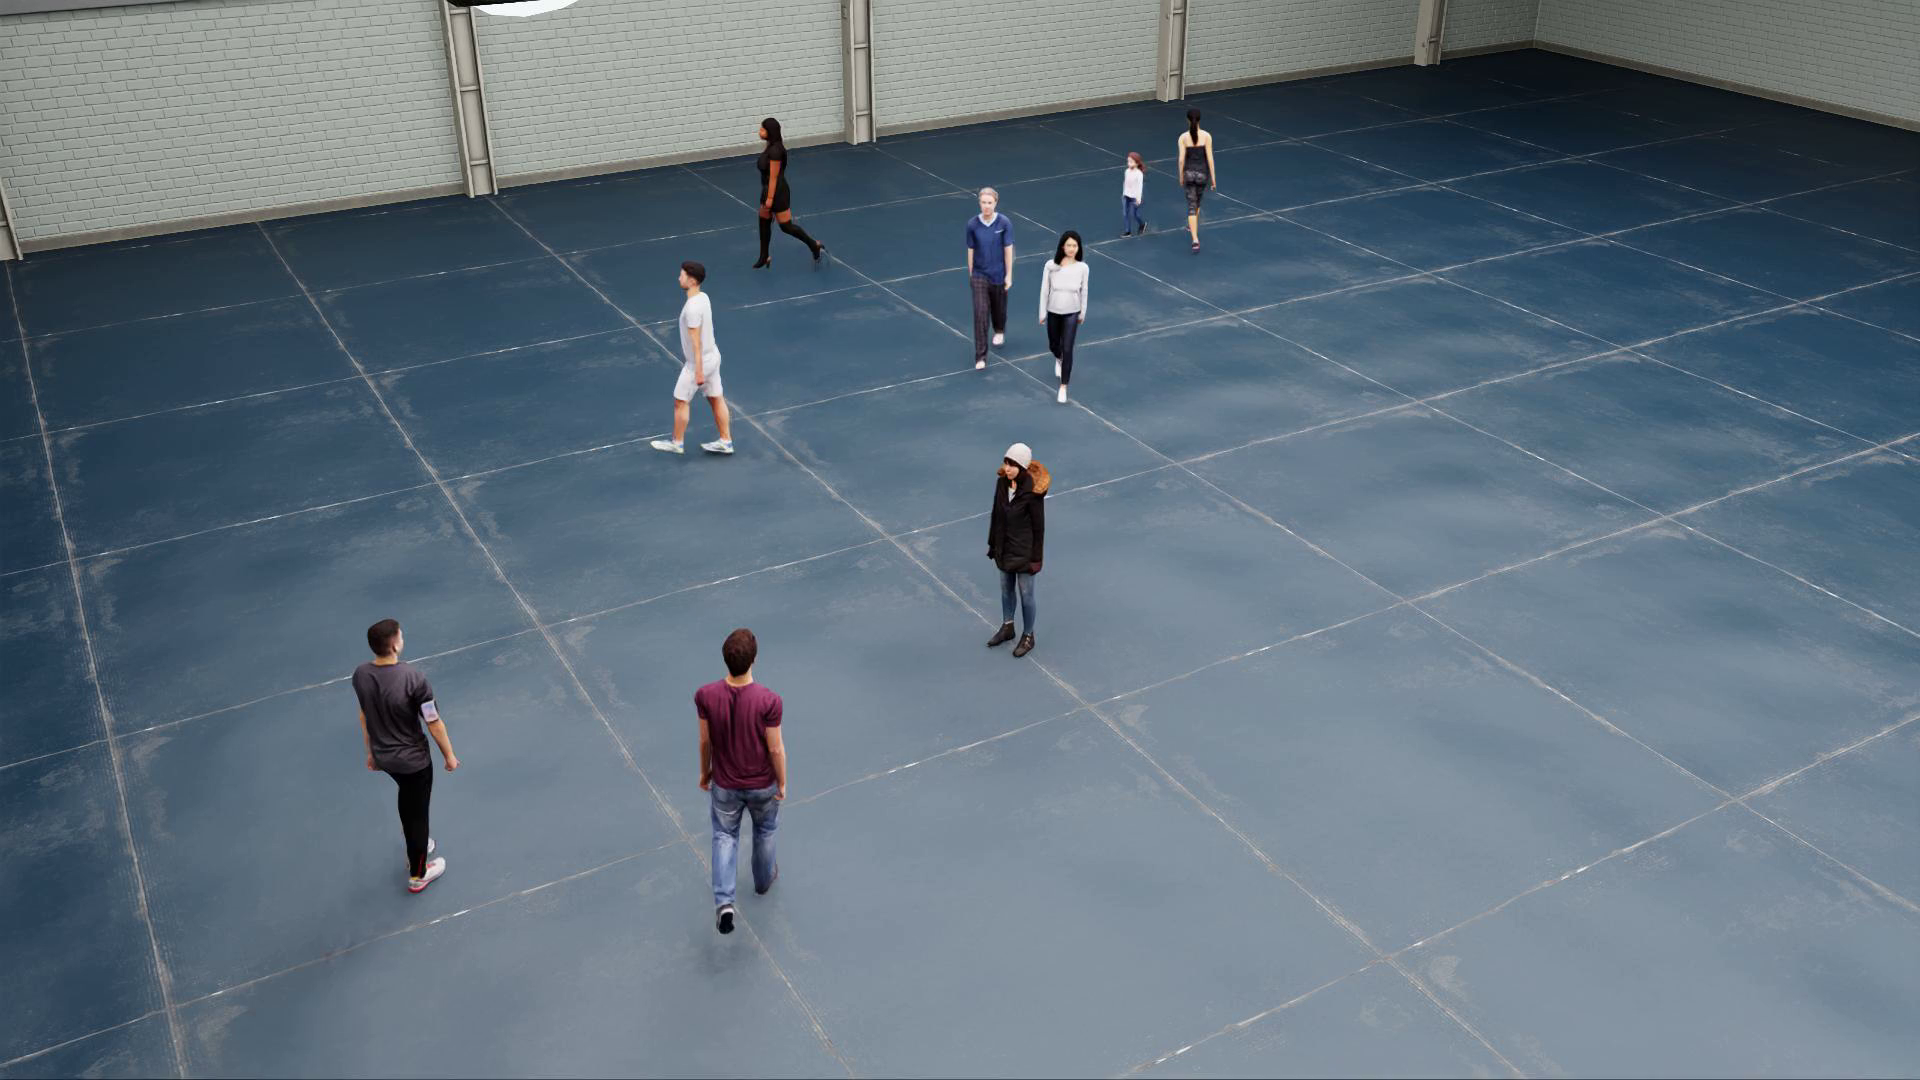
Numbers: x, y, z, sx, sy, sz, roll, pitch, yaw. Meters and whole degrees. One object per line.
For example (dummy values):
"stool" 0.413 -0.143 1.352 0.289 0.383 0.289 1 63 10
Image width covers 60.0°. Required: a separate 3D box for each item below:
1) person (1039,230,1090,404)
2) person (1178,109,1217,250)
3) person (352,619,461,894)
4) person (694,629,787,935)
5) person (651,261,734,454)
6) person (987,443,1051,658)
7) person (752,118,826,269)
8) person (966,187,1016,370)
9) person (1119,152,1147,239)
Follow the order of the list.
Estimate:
"person" 1.030 -2.268 16.538 1.102 1.672 1.086 4 28 8
"person" 2.936 -4.468 20.812 1.206 1.671 1.111 2 27 4
"person" -3.248 1.288 9.546 0.786 1.751 0.839 8 28 16
"person" -1.235 1.366 9.308 1.078 1.831 1.068 3 27 5
"person" -2.263 -1.624 15.112 1.134 1.832 1.031 3 27 5
"person" 0.416 0.054 12.069 0.713 1.635 0.719 21 34 34
"person" -2.116 -4.120 19.968 1.205 1.825 0.876 -6 28 -12
"person" 0.326 -2.749 17.295 1.193 1.833 1.143 2 27 4
"person" 2.244 -4.436 21.371 0.610 1.102 0.487 -20 33 -33
